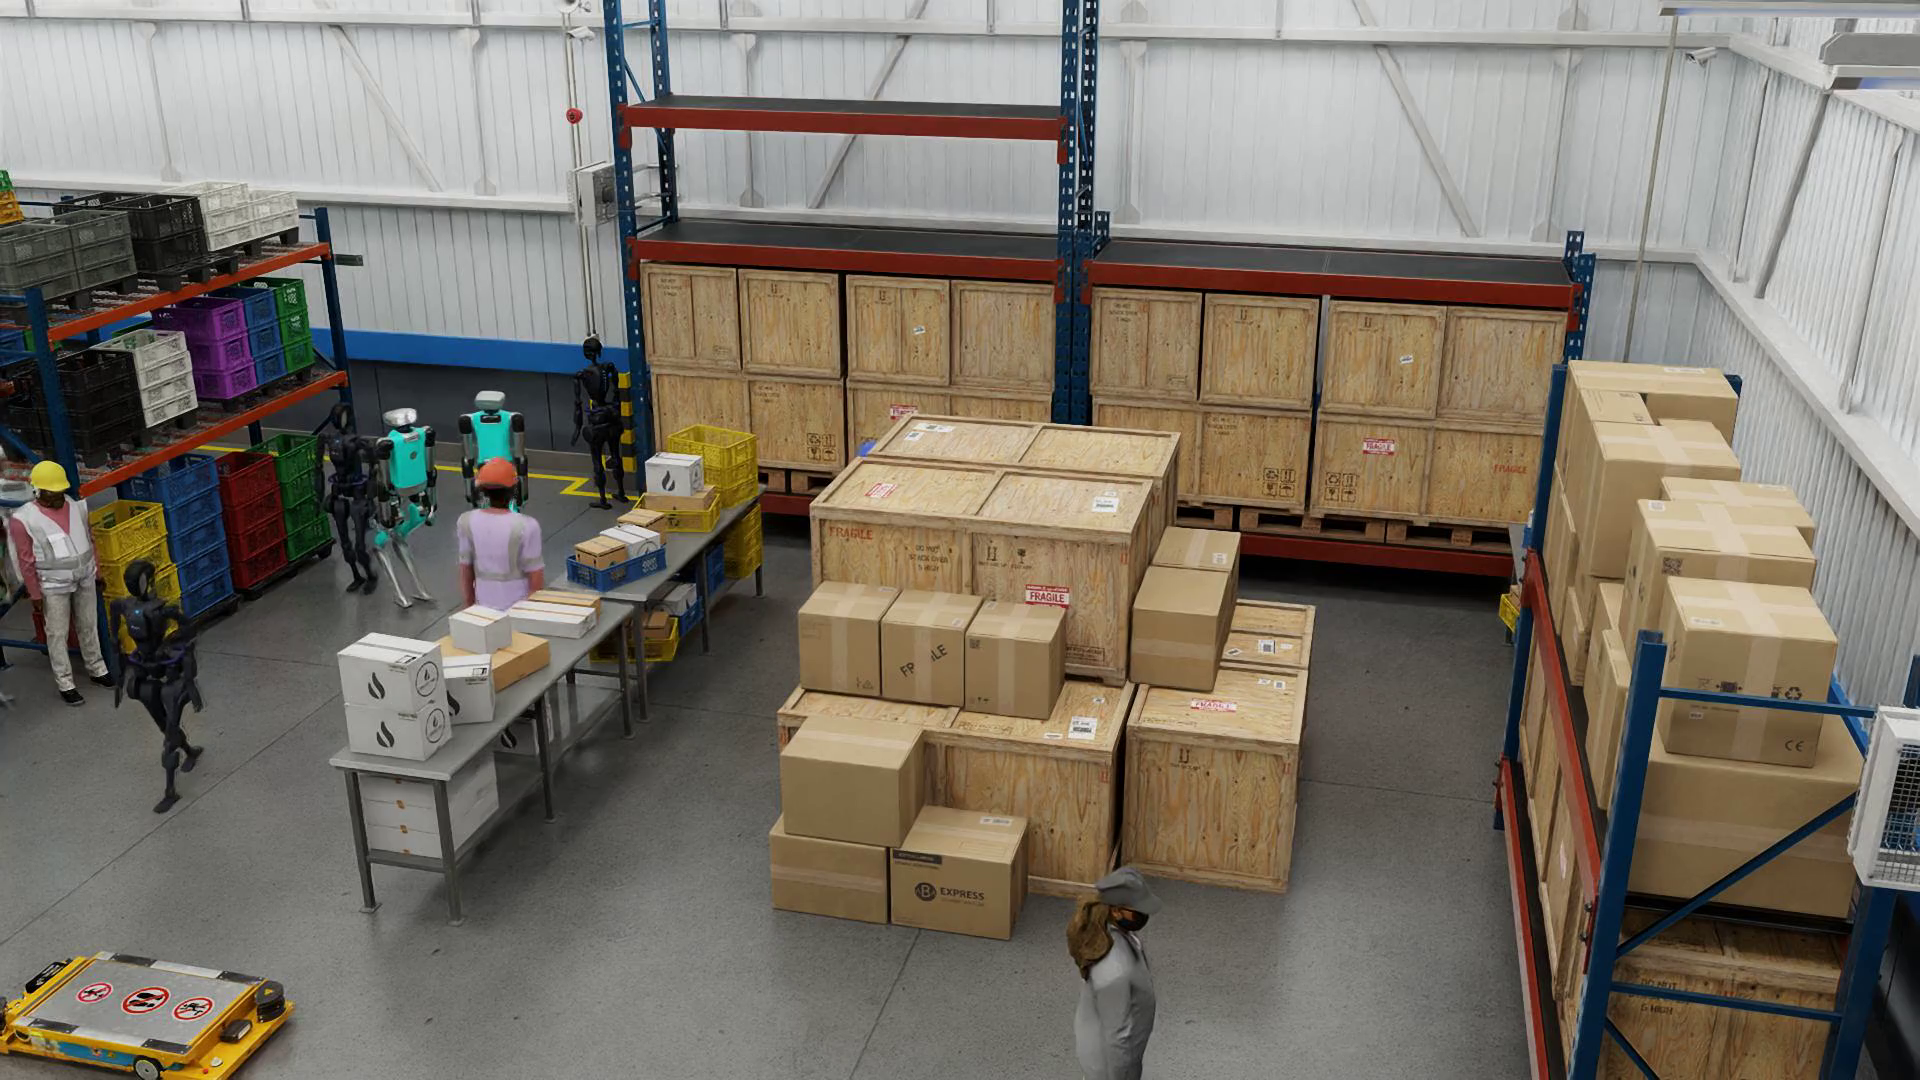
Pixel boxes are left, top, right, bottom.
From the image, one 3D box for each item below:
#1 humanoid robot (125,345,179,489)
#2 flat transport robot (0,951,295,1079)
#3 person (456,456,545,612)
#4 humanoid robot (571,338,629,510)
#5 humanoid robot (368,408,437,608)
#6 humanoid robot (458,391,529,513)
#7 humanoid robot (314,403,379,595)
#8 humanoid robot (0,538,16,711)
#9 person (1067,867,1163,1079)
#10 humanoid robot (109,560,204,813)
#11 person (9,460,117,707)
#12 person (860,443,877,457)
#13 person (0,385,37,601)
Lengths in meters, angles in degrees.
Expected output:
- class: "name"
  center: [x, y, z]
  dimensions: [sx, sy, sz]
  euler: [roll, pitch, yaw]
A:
- class: "humanoid robot"
  center: [-7.581, -0.982, 15.712]
  dimensions: [0.541, 1.893, 0.748]
  euler: [-2, 21, -6]
- class: "flat transport robot"
  center: [-4.270, 2.464, 8.601]
  dimensions: [1.431, 0.231, 0.659]
  euler: [5, 22, 13]
- class: "person"
  center: [-3.166, 0.442, 11.456]
  dimensions: [0.605, 2.026, 0.687]
  euler: [4, 21, 11]
- class: "humanoid robot"
  center: [-3.470, -1.129, 16.007]
  dimensions: [0.315, 1.657, 0.599]
  euler: [16, 26, 36]
- class: "humanoid robot"
  center: [-4.621, -0.289, 13.623]
  dimensions: [0.746, 1.701, 0.532]
  euler: [15, 26, 34]
- class: "humanoid robot"
  center: [-3.836, -0.283, 13.765]
  dimensions: [0.537, 1.834, 0.682]
  euler: [-4, 21, -10]
- class: "humanoid robot"
  center: [-5.164, -0.353, 13.993]
  dimensions: [0.588, 1.641, 0.353]
  euler: [4, 21, 10]
- class: "humanoid robot"
  center: [-7.092, 0.463, 11.883]
  dimensions: [0.699, 1.864, 0.551]
  euler: [-3, 21, -7]
- class: "person"
  center: [0.648, 2.192, 7.208]
  dimensions: [0.395, 1.767, 0.571]
  euler: [0, 21, 0]
- class: "humanoid robot"
  center: [-5.205, 0.887, 10.820]
  dimensions: [0.600, 1.628, 0.783]
  euler: [2, 21, 5]
- class: "person"
  center: [-6.492, 0.296, 12.087]
  dimensions: [0.404, 1.828, 0.586]
  euler: [11, 23, 26]
- class: "person"
  center: [-0.651, 0.189, 12.232]
  dimensions: [0.629, 1.920, 0.459]
  euler: [-10, 23, -24]
- class: "person"
  center: [-7.823, -0.385, 13.816]
  dimensions: [0.575, 1.871, 0.423]
  euler: [4, 21, 12]
